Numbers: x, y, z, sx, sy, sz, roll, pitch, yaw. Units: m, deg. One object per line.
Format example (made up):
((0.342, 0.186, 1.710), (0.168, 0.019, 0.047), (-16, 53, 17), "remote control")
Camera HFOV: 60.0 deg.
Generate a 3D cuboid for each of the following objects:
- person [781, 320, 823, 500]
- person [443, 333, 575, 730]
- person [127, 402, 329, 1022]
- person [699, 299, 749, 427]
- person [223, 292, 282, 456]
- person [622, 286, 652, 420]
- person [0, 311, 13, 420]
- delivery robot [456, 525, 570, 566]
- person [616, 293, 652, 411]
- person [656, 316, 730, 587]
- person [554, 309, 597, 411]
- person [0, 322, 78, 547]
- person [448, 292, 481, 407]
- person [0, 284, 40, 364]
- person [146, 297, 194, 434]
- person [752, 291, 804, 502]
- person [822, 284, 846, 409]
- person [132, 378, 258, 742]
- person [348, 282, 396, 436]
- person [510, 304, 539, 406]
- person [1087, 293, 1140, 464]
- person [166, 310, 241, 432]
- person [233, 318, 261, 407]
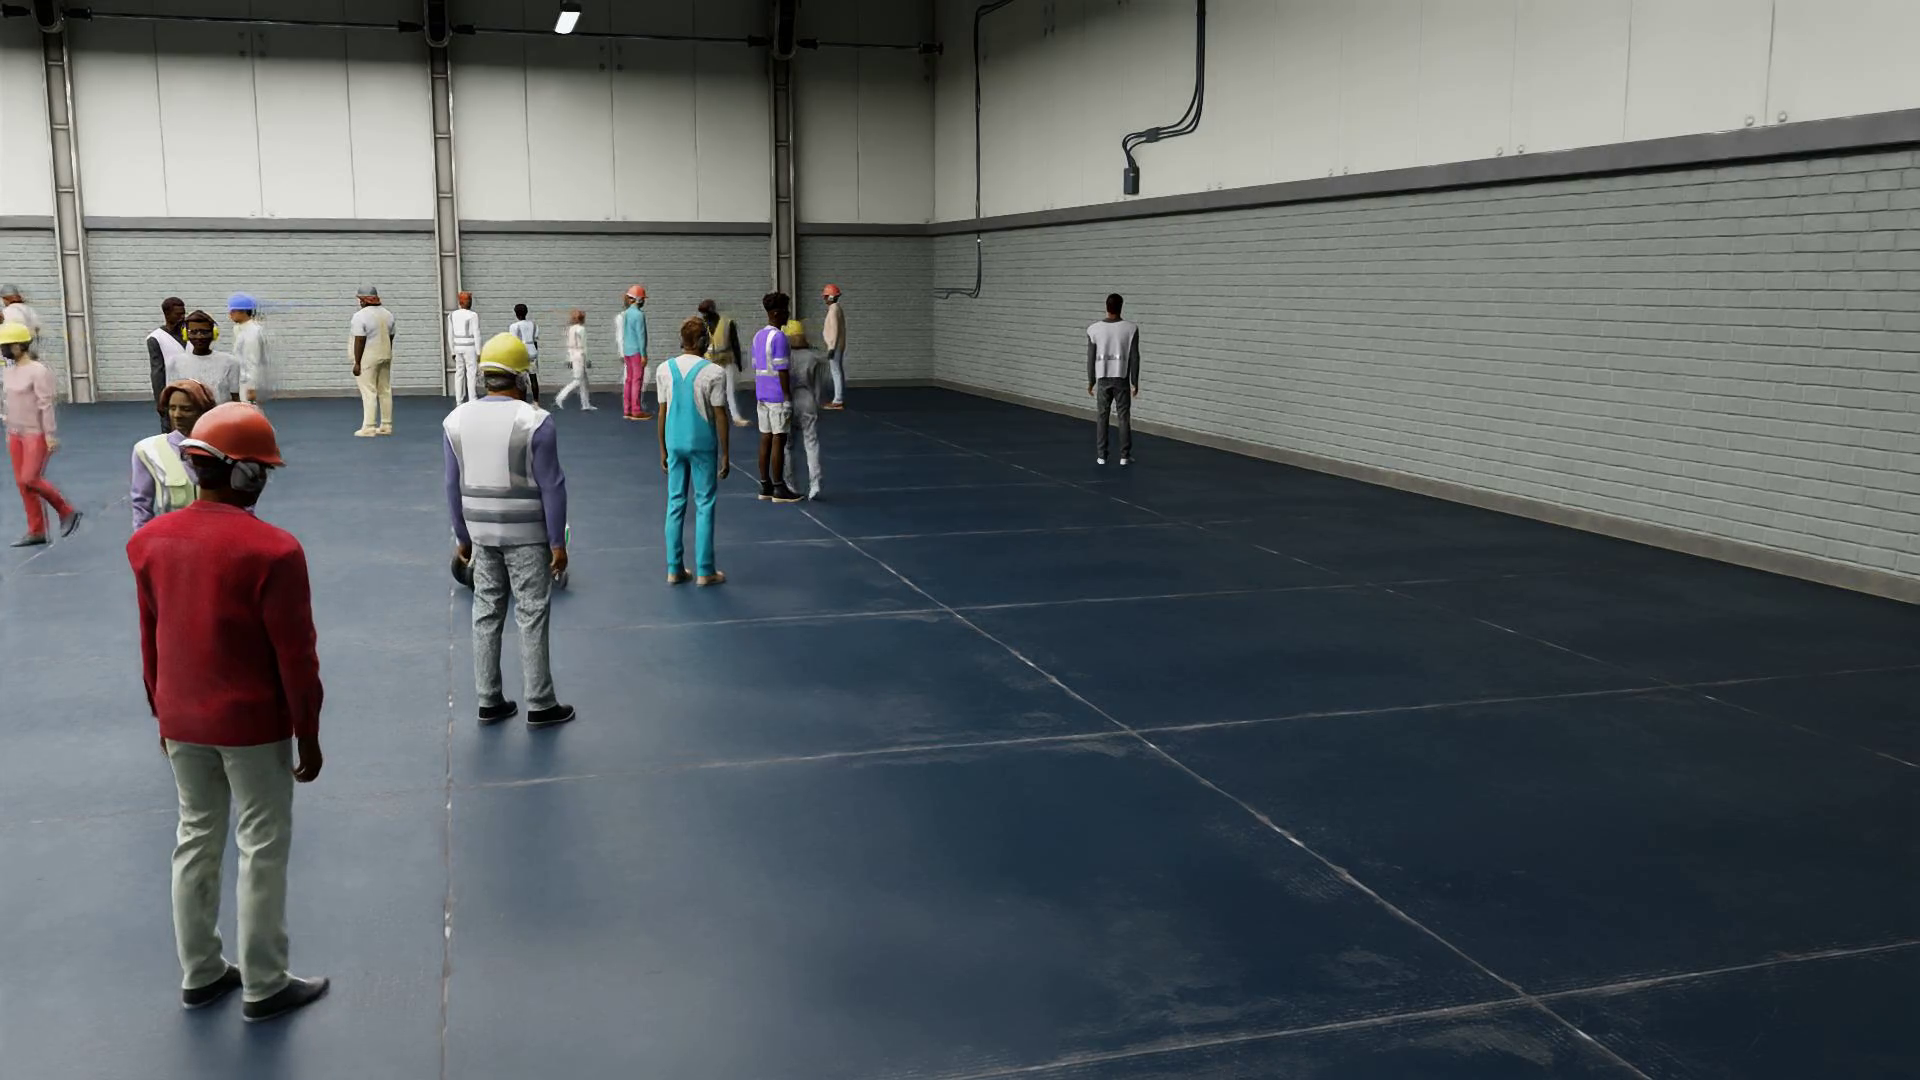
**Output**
((-1.520, -1.234, 15.749), (0.494, 1.696, 0.886), (-3, 10, -21), "person")
((-2.071, -0.036, 7.704), (0.602, 1.829, 0.404), (3, 9, 19), "person")
((-2.028, 0.484, 4.689), (0.574, 1.738, 0.355), (3, 9, 18), "person")
((-3.372, -2.456, 23.252), (0.725, 1.803, 0.471), (0, 9, -1), "person")
((-7.569, -1.655, 17.687), (0.430, 1.937, 0.630), (-5, 10, -28), "person")
((-4.801, -2.778, 24.723), (0.409, 1.987, 0.609), (-7, 11, -36), "person")
((-14.172, -2.583, 24.562), (0.524, 1.639, 0.306), (5, 10, 28), "person")
((-2.993, 0.012, 11.158), (0.707, 0.478, 0.477), (-5, 10, -30), "delivery robot")
((-5.096, -2.938, 26.079), (0.443, 1.871, 0.599), (7, 12, 39), "person")
((-1.799, -0.594, 11.266), (0.518, 1.835, 0.353), (2, 9, 14), "person")
((-6.063, -2.818, 26.140), (0.690, 1.612, 0.520), (-5, 10, -31), "person")
((-7.232, -0.818, 12.934), (0.546, 1.750, 0.416), (5, 10, 28), "person")
((-7.803, -2.973, 26.274), (0.579, 1.882, 0.342), (4, 10, 24), "person")
((-14.362, -2.904, 25.333), (0.542, 2.000, 0.717), (1, 9, 4), "person")
((-7.676, -1.414, 16.266), (0.391, 1.911, 0.584), (2, 9, 13), "person")
((-1.722, -1.339, 15.581), (0.366, 1.967, 0.603), (-5, 10, -30), "person")
((-2.025, -3.096, 26.704), (0.393, 1.995, 0.612), (1, 9, 4), "person")
((-3.451, 0.086, 7.544), (0.514, 1.636, 0.315), (-4, 10, -26), "person")
((-7.854, -2.396, 22.094), (0.538, 2.000, 0.683), (4, 10, 21), "person")
((-6.948, -2.918, 26.531), (0.321, 1.692, 0.529), (7, 11, 39), "person")
((1.723, -1.803, 18.699), (0.587, 1.920, 0.395), (2, 9, 13), "person")
((-5.425, -0.724, 12.001), (0.504, 1.864, 0.332), (-3, 9, -19), "person")
((-11.590, -2.944, 26.953), (0.316, 1.625, 0.543), (2, 9, 15), "person")
